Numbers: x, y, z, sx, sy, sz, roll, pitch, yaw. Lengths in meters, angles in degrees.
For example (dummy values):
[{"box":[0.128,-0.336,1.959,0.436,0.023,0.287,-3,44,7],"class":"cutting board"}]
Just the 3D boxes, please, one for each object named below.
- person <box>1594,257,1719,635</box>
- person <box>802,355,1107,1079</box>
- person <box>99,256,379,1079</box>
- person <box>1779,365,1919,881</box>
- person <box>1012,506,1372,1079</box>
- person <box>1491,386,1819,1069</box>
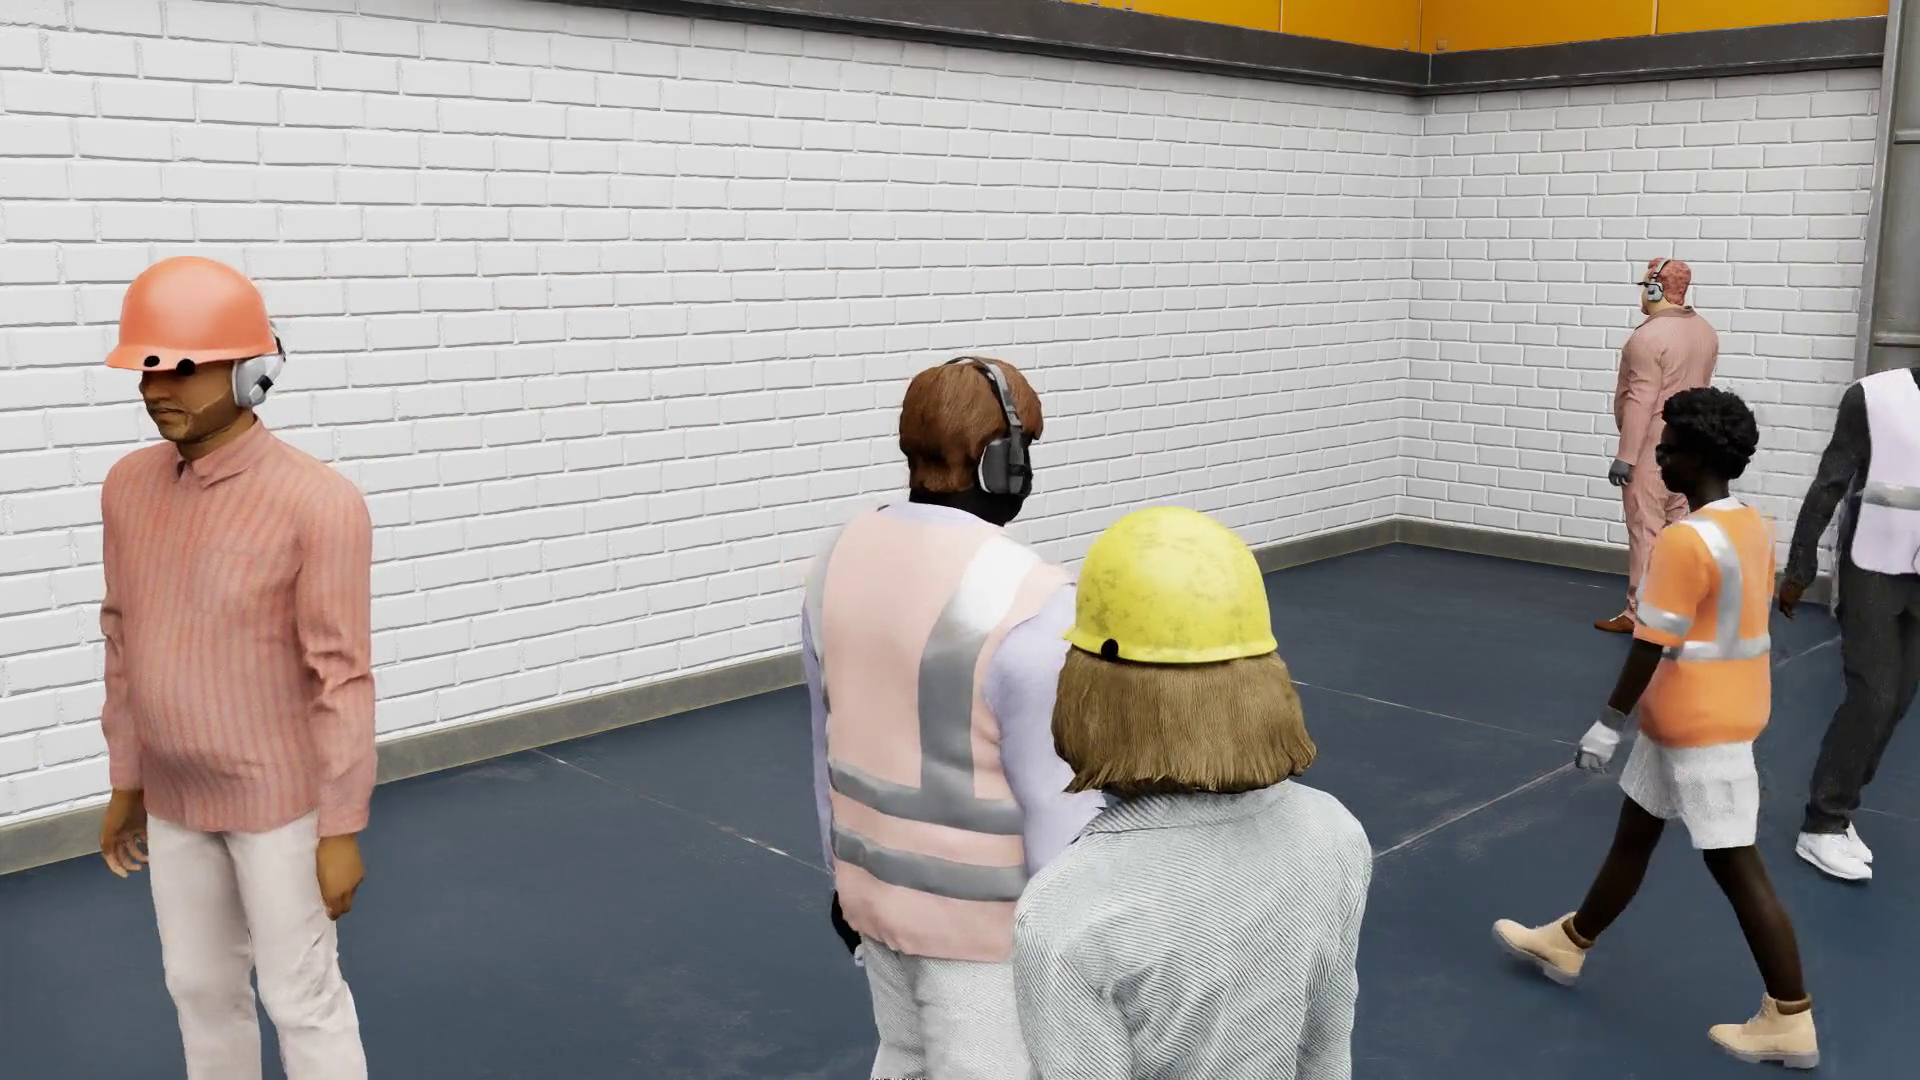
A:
[{"box":[3.520,-0.467,8.450,0.639,1.911,0.406,-8,13,-36],"class":"person"},{"box":[0.004,0.610,2.795,0.430,1.832,0.629,-8,13,-36],"class":"person"},{"box":[-1.354,0.474,3.121,0.617,1.985,0.398,5,11,23],"class":"person"},{"box":[2.995,0.142,5.240,0.681,1.862,0.589,-1,10,-3],"class":"person"},{"box":[0.232,0.826,1.856,0.492,1.740,0.325,-8,13,-37],"class":"person"},{"box":[1.798,0.444,4.172,0.868,1.646,0.541,8,13,37],"class":"person"}]
